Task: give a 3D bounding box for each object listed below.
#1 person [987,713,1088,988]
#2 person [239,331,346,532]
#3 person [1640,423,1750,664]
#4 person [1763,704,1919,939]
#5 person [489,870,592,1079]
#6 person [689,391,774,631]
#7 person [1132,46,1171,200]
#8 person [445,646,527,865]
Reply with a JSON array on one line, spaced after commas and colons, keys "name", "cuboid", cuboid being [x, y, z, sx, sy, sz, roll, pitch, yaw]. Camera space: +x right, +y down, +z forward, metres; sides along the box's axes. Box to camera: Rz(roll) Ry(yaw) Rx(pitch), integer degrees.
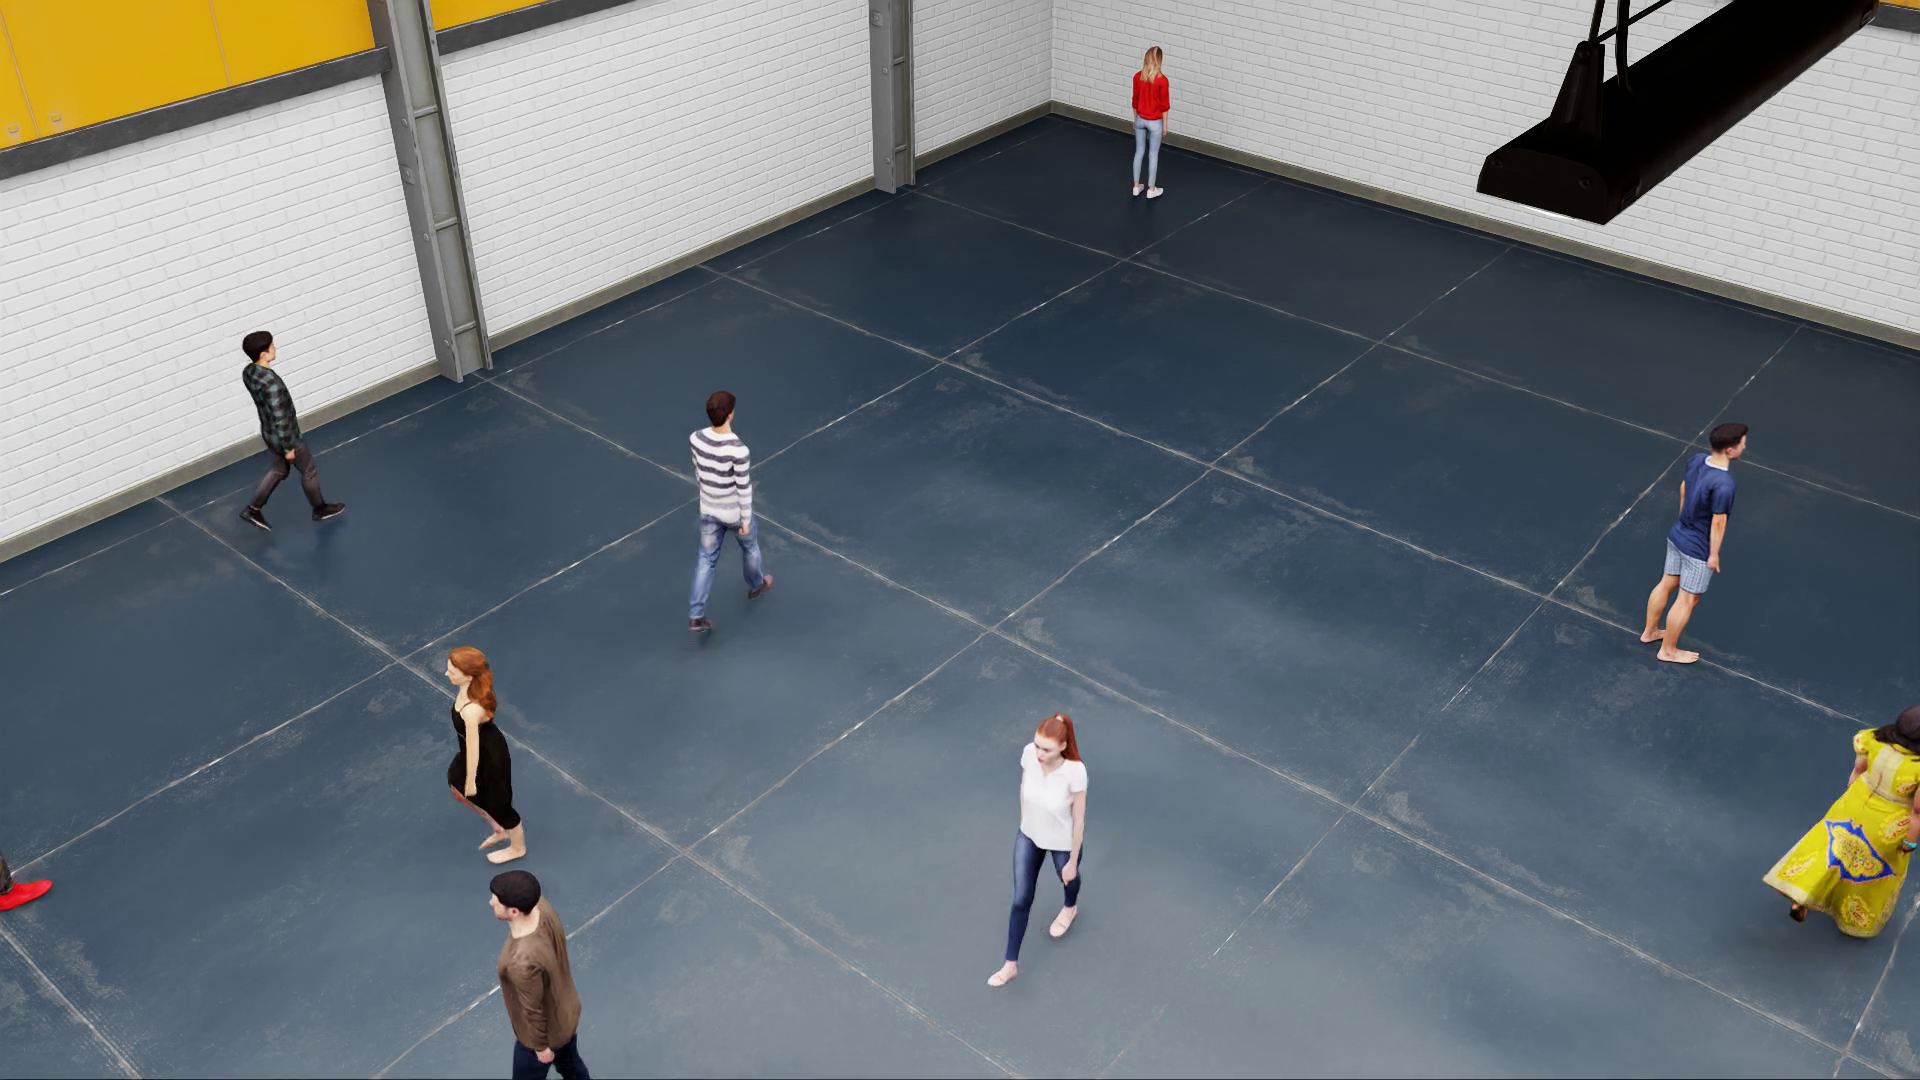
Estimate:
[{"name": "person", "cuboid": [0.556, 1.615, 9.196, 0.712, 1.693, 1.132, 18, 38, 25]}, {"name": "person", "cuboid": [-5.314, -0.812, 12.822, 1.034, 1.690, 0.755, -28, 43, -35]}, {"name": "person", "cuboid": [5.071, 0.004, 11.482, 0.747, 1.846, 0.702, -5, 34, -8]}, {"name": "person", "cuboid": [5.057, 1.595, 9.270, 1.160, 1.645, 0.963, -19, 38, -26]}, {"name": "person", "cuboid": [-1.919, 2.286, 8.021, 0.821, 1.877, 0.748, 0, 34, -1]}, {"name": "person", "cuboid": [-1.728, -0.168, 11.767, 0.912, 1.816, 1.250, 12, 35, 17]}, {"name": "person", "cuboid": [2.124, -4.689, 18.669, 0.639, 1.705, 0.541, 20, 38, 27]}, {"name": "person", "cuboid": [-2.708, 1.267, 9.790, 0.776, 1.615, 0.732, -9, 35, -13]}]
